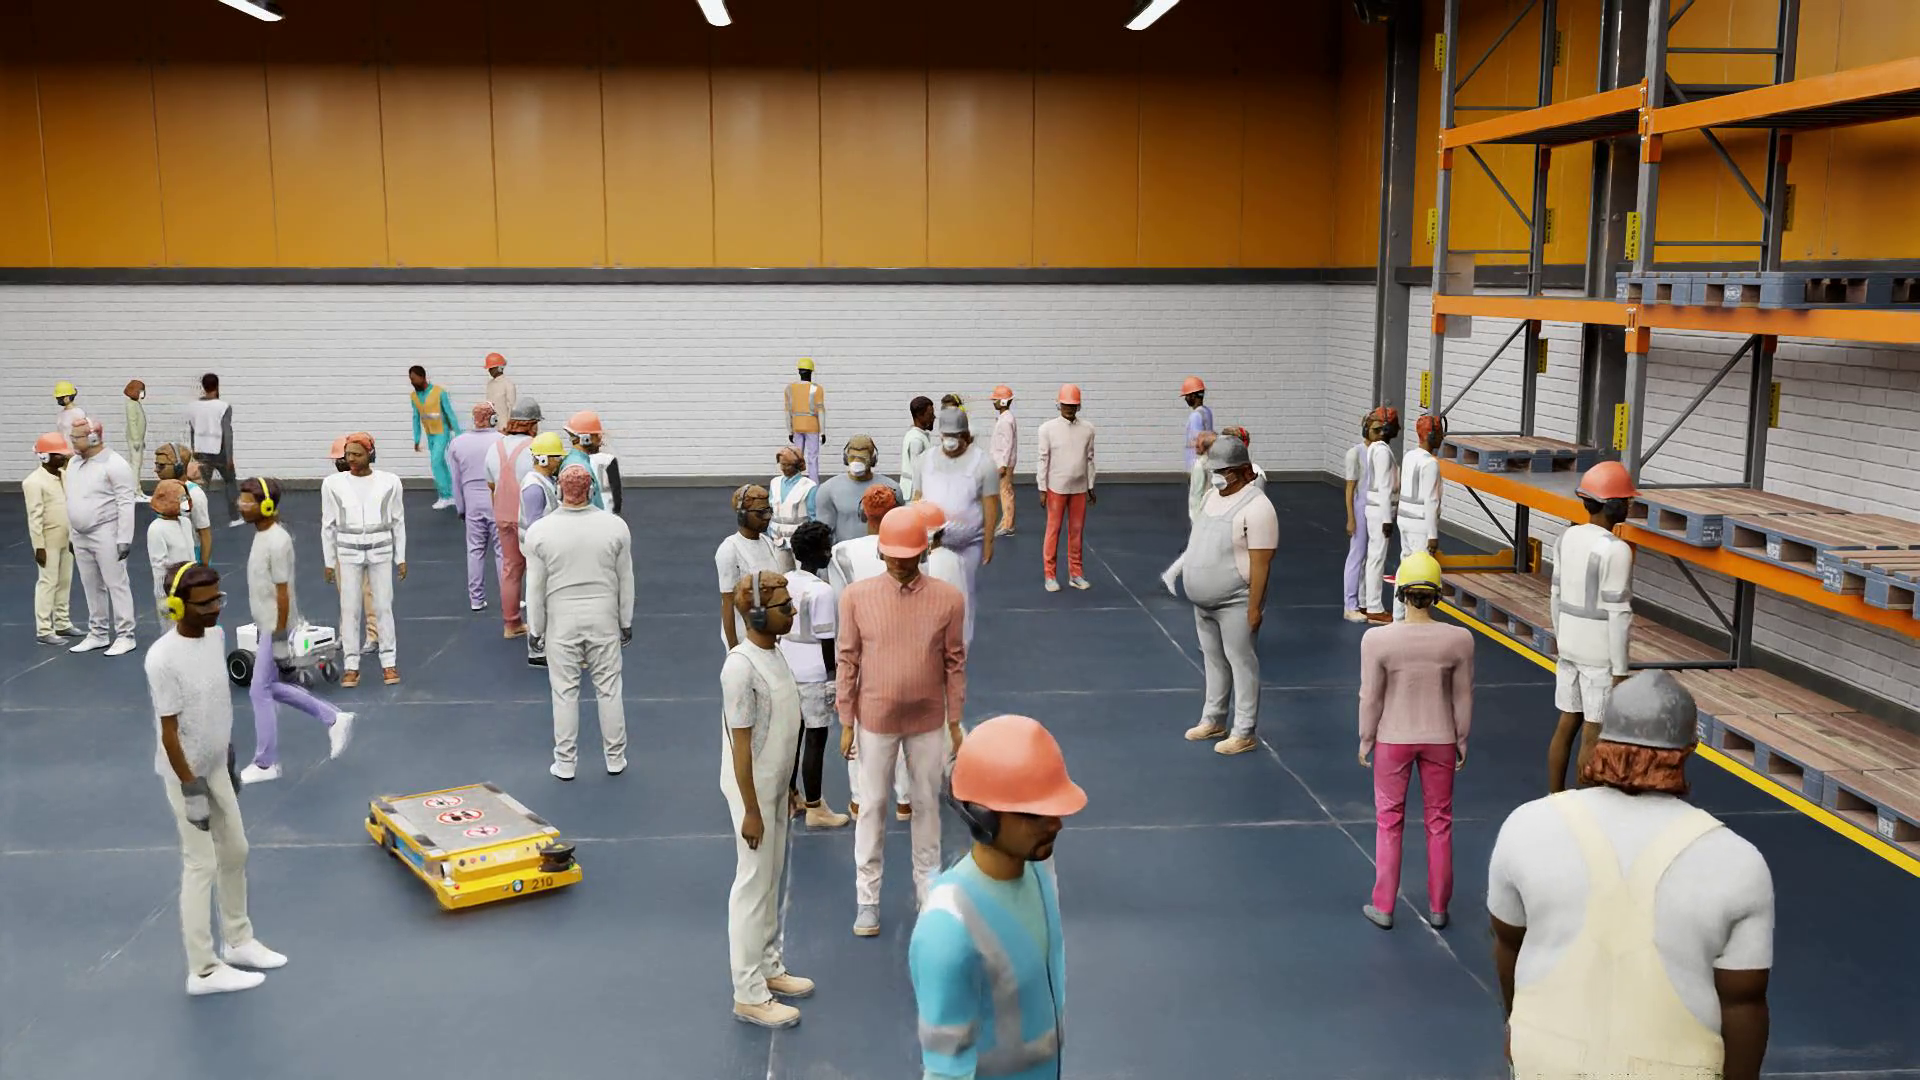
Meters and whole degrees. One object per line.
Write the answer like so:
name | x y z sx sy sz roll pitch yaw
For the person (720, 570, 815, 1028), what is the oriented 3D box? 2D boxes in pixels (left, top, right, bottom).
person | -0.789 1.035 6.773 0.346 1.847 0.506 1 9 9

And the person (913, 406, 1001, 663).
person | -0.050 -0.042 12.919 0.712 2.000 0.535 2 9 12

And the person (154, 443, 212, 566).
person | -5.533 0.221 11.883 0.511 1.844 0.328 7 11 36

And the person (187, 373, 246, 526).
person | -8.901 -1.045 19.744 0.596 1.877 0.963 2 9 11

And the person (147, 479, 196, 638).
person | -5.400 0.390 11.486 0.280 1.633 0.502 0 9 -1

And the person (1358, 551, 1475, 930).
person | 2.095 0.930 7.681 0.525 1.769 0.308 0 9 2

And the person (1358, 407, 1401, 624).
person | 3.659 -0.215 14.501 0.354 1.883 0.572 0 9 1

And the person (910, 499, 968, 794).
person | -0.154 0.626 9.684 0.407 1.740 0.572 2 9 11

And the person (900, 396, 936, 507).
person | -0.383 -0.371 15.372 0.380 1.918 0.596 -1 9 -3

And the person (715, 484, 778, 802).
person | -1.184 0.596 9.531 0.345 1.846 0.508 4 10 22

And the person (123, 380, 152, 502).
person | -10.985 -1.319 22.216 0.278 1.633 0.497 -3 10 -18

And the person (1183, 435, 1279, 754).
person | 1.680 0.328 10.600 0.535 2.000 0.680 -4 10 -26

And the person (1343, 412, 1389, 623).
person | 3.579 -0.203 14.546 0.519 1.844 0.331 -6 11 -34

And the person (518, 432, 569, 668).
person | -3.203 0.075 12.885 0.404 1.824 0.590 0 9 -3

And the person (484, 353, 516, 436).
person | -6.228 -1.538 22.486 0.608 1.987 0.388 8 12 41

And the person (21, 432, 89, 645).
person | -7.422 -0.017 13.677 0.343 1.747 0.572 0 9 2

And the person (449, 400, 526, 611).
person | -4.234 -0.302 14.980 0.639 1.908 0.409 1 9 6

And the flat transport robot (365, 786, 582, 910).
flat transport robot | -2.536 1.533 8.570 0.652 0.197 1.431 -6 11 -35

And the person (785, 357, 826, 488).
person | -2.067 -1.490 22.374 0.587 1.927 0.365 3 10 20

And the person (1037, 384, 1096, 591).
person | 1.030 -0.505 15.974 0.622 1.992 0.375 -4 10 -24

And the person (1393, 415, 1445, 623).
person | 3.813 -0.096 13.795 0.355 1.876 0.573 -1 9 -6

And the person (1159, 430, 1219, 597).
person | 2.221 -0.215 15.353 0.737 1.617 0.531 3 9 16

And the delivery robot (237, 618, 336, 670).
delivery robot | -4.986 0.749 12.312 0.707 0.478 0.477 4 10 21

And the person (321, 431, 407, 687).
person | -4.386 0.142 12.262 0.584 1.881 0.347 -3 10 -20

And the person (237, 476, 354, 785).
person | -4.067 0.524 9.950 0.709 1.850 0.535 -5 10 -29

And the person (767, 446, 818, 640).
person | -1.370 0.042 13.651 0.513 1.640 0.309 6 11 33

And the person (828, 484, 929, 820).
person | -0.438 0.627 9.220 0.575 1.882 0.355 0 9 3

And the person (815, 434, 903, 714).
person | -0.687 0.232 11.524 0.635 1.938 0.366 -3 10 -20

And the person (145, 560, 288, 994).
person | -3.168 0.992 7.022 0.391 1.854 0.531 1 9 7

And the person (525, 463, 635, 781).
person | -2.278 0.491 9.992 0.639 1.910 0.407 -3 10 -19

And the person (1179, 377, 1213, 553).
person | 2.562 -0.810 18.107 0.391 1.925 0.547 3 10 20

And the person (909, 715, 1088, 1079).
person | 0.051 1.387 4.001 0.584 2.023 0.624 4 10 24

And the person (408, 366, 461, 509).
person | -6.835 -1.343 21.664 0.625 1.855 0.695 6 11 32

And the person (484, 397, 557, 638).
person | -3.562 -0.180 13.788 0.683 2.000 0.535 4 10 26

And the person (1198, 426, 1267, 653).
person | 2.184 0.019 13.146 0.389 1.846 0.566 -6 11 -31

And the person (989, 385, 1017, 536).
person | 0.498 -0.921 19.340 0.330 1.751 0.565 0 9 -1

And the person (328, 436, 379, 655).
person | -4.863 0.041 13.295 0.563 1.753 0.327 4 10 21

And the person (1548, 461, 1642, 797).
person | 3.398 0.597 8.887 0.389 2.046 0.611 -2 9 -11

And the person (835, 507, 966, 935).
person | -0.267 0.825 7.652 0.609 1.985 0.387 -2 9 -10

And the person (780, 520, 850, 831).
person | -0.822 0.732 9.132 0.317 1.698 0.540 -6 11 -34

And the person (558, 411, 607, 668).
person | -2.908 -0.008 12.882 0.406 1.987 0.615 -4 10 -23

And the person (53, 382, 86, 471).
person | -10.654 -1.018 19.947 0.524 1.761 0.339 6 11 32

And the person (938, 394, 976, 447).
person | -0.096 -0.526 16.614 0.515 1.835 0.865 7 11 36

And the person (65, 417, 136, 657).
person | -6.877 -0.025 13.242 0.652 1.904 0.404 4 10 23
